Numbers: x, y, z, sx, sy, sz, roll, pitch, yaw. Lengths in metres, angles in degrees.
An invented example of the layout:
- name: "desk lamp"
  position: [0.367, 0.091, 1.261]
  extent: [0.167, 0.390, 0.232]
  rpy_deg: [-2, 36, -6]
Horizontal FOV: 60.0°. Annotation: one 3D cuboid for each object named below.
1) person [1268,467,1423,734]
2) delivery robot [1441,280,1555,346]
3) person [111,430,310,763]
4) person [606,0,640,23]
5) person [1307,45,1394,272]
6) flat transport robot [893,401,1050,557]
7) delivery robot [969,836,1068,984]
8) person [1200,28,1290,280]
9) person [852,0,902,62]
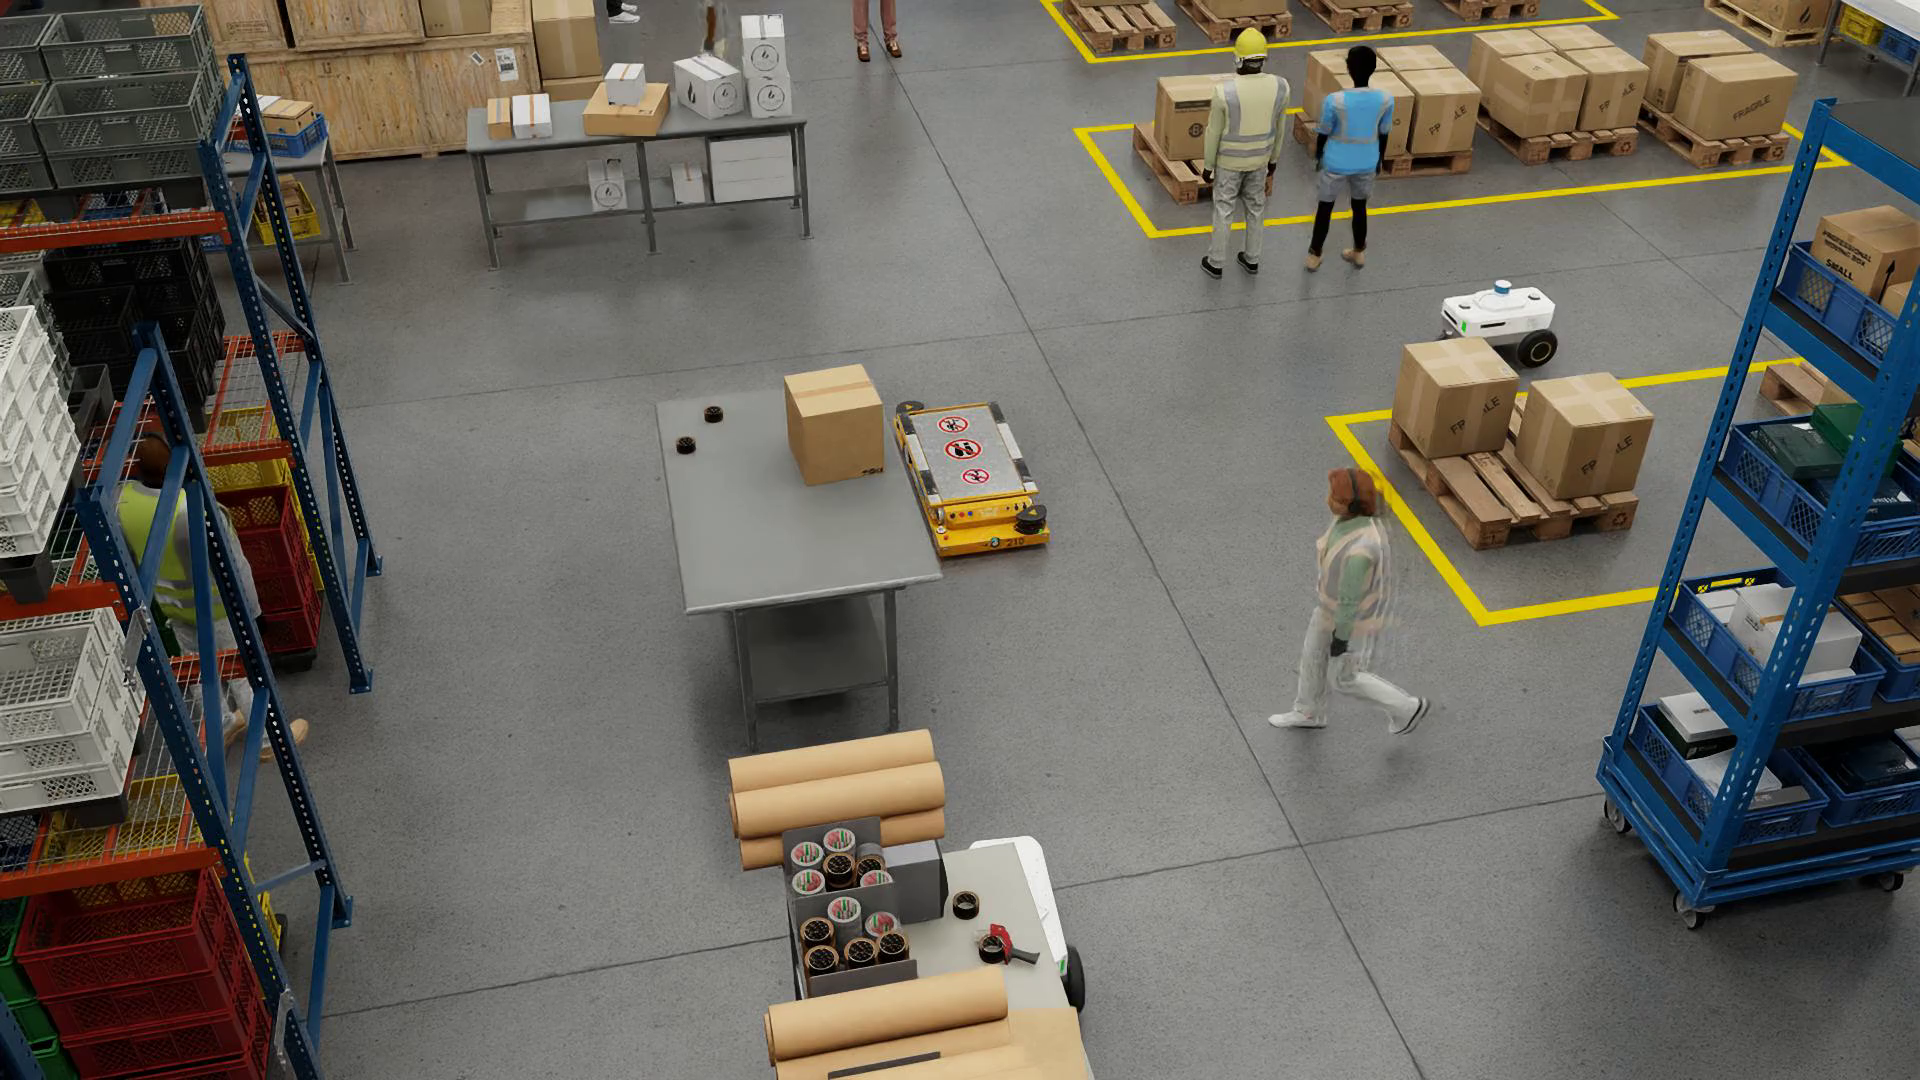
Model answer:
- name: "person"
  position: [1.919, 0.342, 7.952]
  extent: [0.633, 1.617, 0.510]
  rpy_deg: [0, 37, 0]
- name: "delivery robot"
  position: [3.634, -1.523, 11.266]
  extent: [0.707, 0.478, 0.477]
  rpy_deg: [-8, 37, -11]
- name: "person"
  position: [-3.557, 0.271, 7.862]
  extent: [0.634, 1.839, 0.429]
  rpy_deg: [12, 38, 15]
- name: "person"
  position: [-3.449, -6.065, 16.321]
  extent: [0.385, 1.912, 0.593]
  rpy_deg: [-9, 38, -12]
- name: "person"
  position: [2.817, -2.728, 12.013]
  extent: [0.555, 1.690, 0.344]
  rpy_deg: [-5, 37, -7]
- name: "flat transport robot"
  position: [0.046, -0.430, 10.108]
  extent: [0.652, 0.197, 1.431]
  rpy_deg: [-8, 37, -10]
- name: "delivery robot"
  position: [0.233, 1.591, 7.081]
  extent: [0.477, 0.478, 0.707]
  rpy_deg: [-5, 37, -6]
- name: "person"
  position: [2.022, -2.757, 11.947]
  extent: [0.597, 1.824, 0.403]
  rpy_deg: [-10, 38, -13]
- name: "person"
  position: [-0.809, -5.424, 15.471]
  extent: [0.647, 1.901, 0.402]
  rpy_deg: [-11, 38, -14]
